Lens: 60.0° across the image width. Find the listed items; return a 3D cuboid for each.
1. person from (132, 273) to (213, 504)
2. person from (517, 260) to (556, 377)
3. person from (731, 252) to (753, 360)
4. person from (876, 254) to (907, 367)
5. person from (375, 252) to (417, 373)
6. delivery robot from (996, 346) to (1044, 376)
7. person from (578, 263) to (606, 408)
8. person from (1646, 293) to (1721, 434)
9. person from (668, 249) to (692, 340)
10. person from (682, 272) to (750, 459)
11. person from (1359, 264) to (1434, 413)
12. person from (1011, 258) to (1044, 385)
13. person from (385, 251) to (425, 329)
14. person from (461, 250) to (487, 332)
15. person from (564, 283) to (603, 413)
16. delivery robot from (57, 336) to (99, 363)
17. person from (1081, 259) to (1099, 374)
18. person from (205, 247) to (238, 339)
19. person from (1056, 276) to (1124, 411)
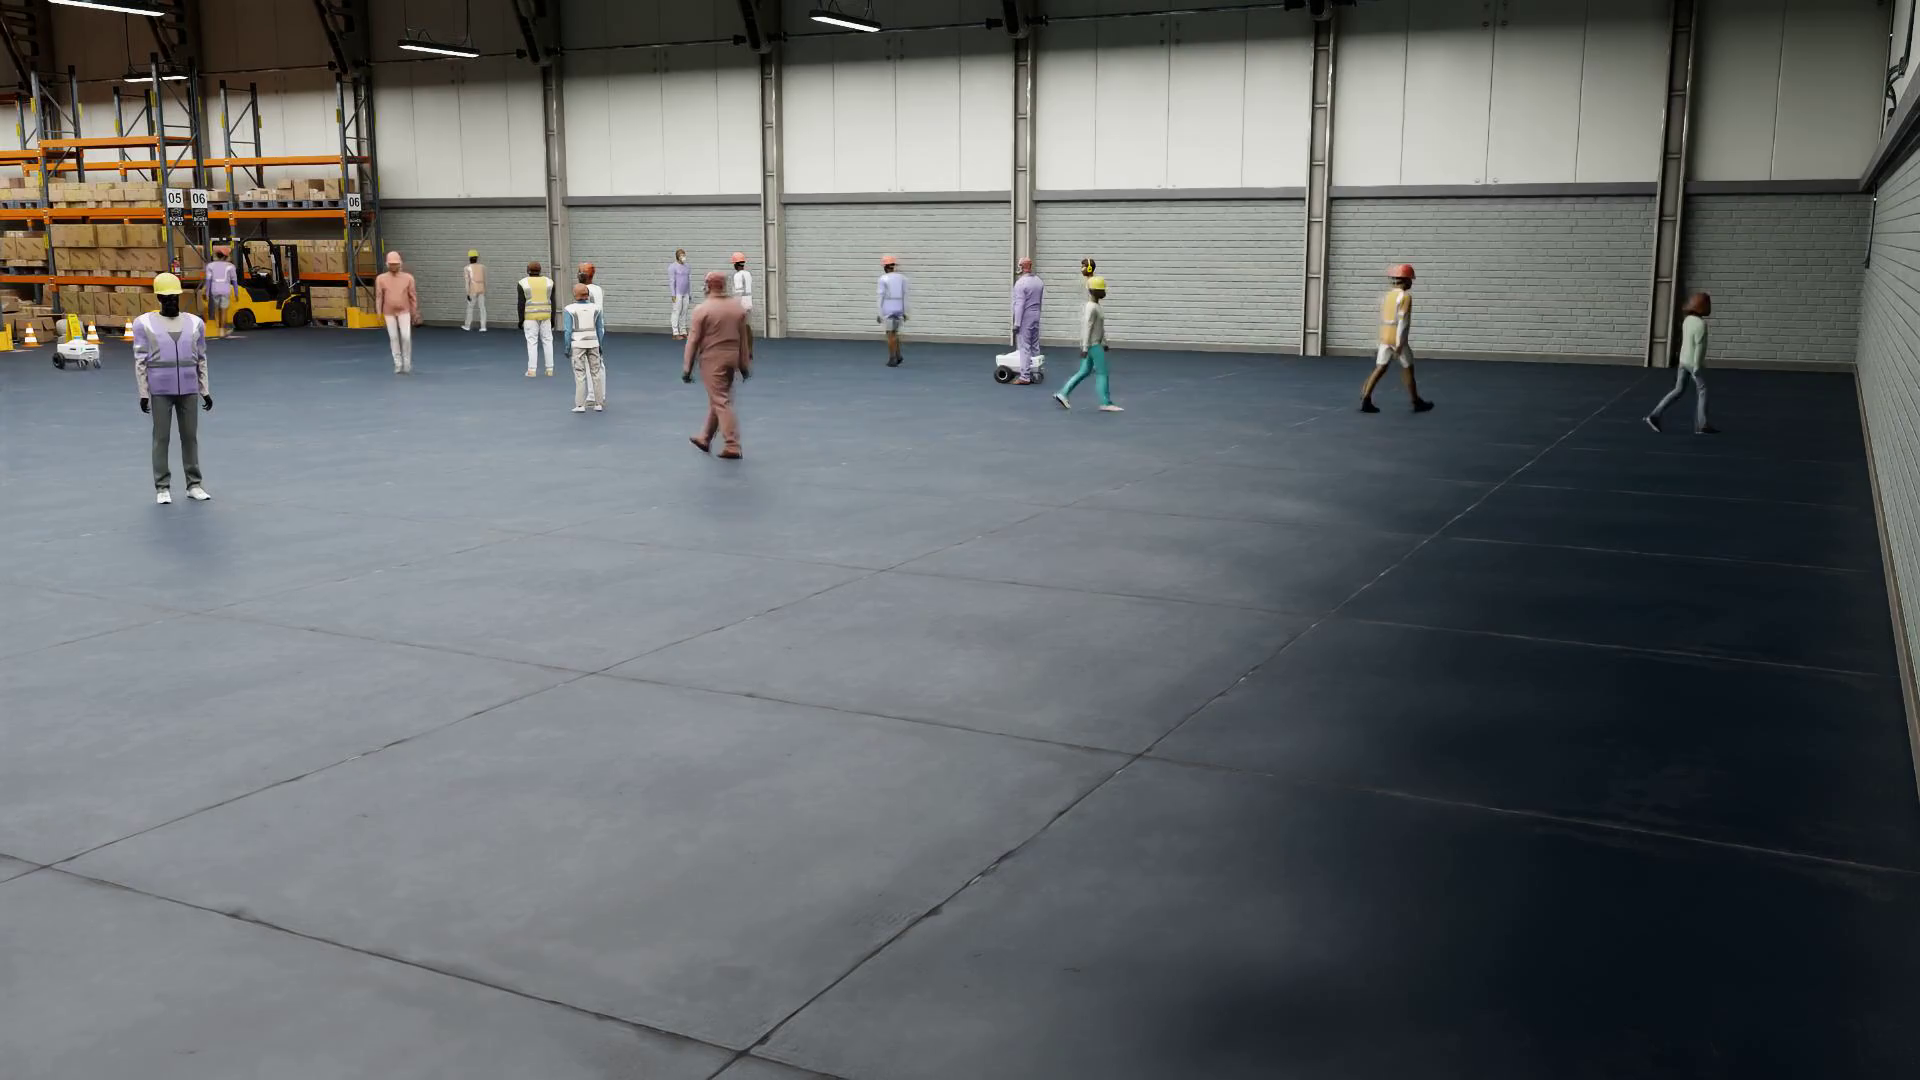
[{"bbox_3d":[-6.607,-1.274,13.998,0.584,1.929,0.371,-9,14,-42],"label":"person"},{"bbox_3d":[-6.743,-3.519,26.476,0.621,1.845,0.429,-7,12,-32],"label":"person"},{"bbox_3d":[-3.930,-4.187,29.866,0.376,1.934,0.547,3,11,16],"label":"person"},{"bbox_3d":[-1.180,-3.910,28.395,0.559,1.916,0.447,-7,12,-34],"label":"person"},{"bbox_3d":[-9.155,-3.679,26.982,0.642,1.967,0.664,-3,11,-15],"label":"person"},{"bbox_3d":[0.916,-2.710,25.321,0.707,0.478,0.477,2,11,10],"label":"delivery robot"},{"bbox_3d":[-4.824,-2.658,21.673,0.355,1.883,0.573,2,11,12],"label":"person"},{"bbox_3d":[8.222,-1.994,18.801,0.778,1.604,0.500,-1,10,-4],"label":"person"},{"bbox_3d":[-6.028,-5.300,35.924,0.371,1.940,0.627,6,12,29],"label":"person"},{"bbox_3d":[-2.545,-1.774,16.887,0.951,1.860,0.679,9,13,39],"label":"person"},{"bbox_3d":[5.522,-2.536,21.041,1.029,1.878,0.553,-4,11,-19],"label":"person"},{"bbox_3d":[0.983,-3.282,25.022,0.403,1.904,0.637,7,13,34],"label":"person"},{"bbox_3d":[-13.375,-6.002,39.963,0.877,1.871,0.645,-5,11,-24],"label":"person"},{"bbox_3d":[-11.352,-5.815,38.872,0.599,1.898,0.759,-9,14,-40],"label":"person"},{"bbox_3d":[-4.765,-2.428,21.089,0.515,1.636,0.315,-7,12,-33],"label":"person"},{"bbox_3d":[-14.812,-3.188,27.928,0.707,0.478,0.477,6,12,29],"label":"delivery robot"},{"bbox_3d":[2.110,-3.616,26.967,0.312,1.863,0.509,0,10,-2],"label":"person"},{"bbox_3d":[-16.124,-5.402,36.352,0.638,1.973,1.091,-1,10,-8],"label":"person"},{"bbox_3d":[1.650,-2.509,21.272,0.854,1.730,0.522,2,11,9],"label":"person"}]
